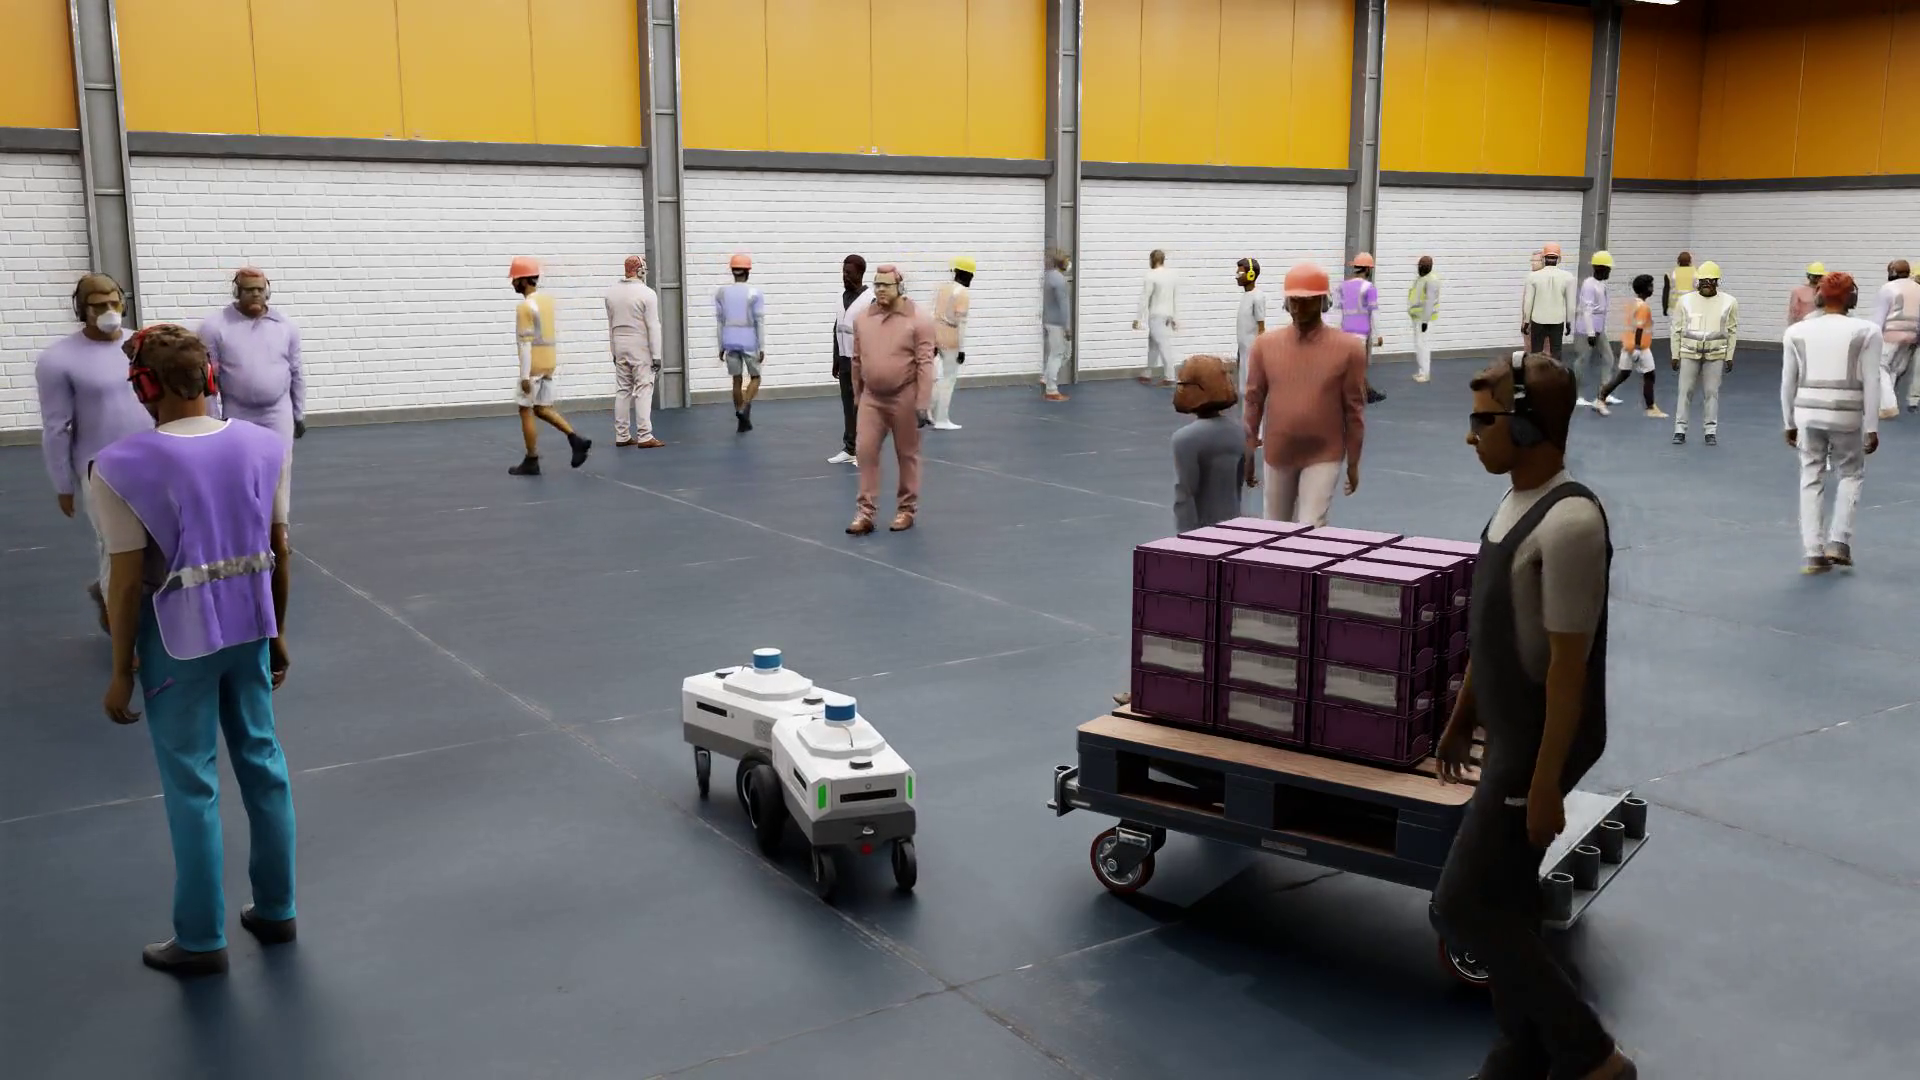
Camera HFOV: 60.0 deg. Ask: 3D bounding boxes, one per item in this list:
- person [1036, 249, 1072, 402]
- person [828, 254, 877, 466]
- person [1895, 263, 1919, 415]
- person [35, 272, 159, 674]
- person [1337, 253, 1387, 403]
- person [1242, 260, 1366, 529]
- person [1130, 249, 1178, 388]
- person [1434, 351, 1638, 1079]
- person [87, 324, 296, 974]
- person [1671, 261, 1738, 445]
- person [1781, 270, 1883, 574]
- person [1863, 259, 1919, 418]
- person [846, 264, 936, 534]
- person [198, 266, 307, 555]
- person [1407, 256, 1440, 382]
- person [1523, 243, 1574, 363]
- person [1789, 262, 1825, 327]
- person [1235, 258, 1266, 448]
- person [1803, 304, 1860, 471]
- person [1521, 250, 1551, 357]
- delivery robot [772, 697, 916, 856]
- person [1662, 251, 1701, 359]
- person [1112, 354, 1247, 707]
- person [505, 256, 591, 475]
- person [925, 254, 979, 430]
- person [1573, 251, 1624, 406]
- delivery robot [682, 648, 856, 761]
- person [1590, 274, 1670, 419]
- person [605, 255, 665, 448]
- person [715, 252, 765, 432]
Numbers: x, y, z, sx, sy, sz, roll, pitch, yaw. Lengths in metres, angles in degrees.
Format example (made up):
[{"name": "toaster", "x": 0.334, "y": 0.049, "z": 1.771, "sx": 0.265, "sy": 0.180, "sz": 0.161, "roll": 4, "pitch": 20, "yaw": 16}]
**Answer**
[{"name": "person", "x": 1.250, "y": -2.697, "z": 20.977, "sx": 0.434, "sy": 1.925, "sz": 0.626, "roll": -1, "pitch": 10, "yaw": -7}, {"name": "person", "x": -0.941, "y": -1.638, "z": 15.184, "sx": 0.593, "sy": 1.922, "sz": 0.392, "roll": 10, "pitch": 14, "yaw": 44}, {"name": "person", "x": 11.274, "y": -2.404, "z": 19.696, "sx": 0.601, "sy": 1.806, "sz": 0.686, "roll": 2, "pitch": 11, "yaw": 11}, {"name": "person", "x": -4.116, "y": -0.336, "z": 8.066, "sx": 0.760, "sy": 1.915, "sz": 0.634, "roll": 8, "pitch": 13, "yaw": 37}, {"name": "person", "x": 4.938, "y": -2.597, "z": 20.556, "sx": 1.015, "sy": 1.883, "sz": 0.567, "roll": -6, "pitch": 12, "yaw": -30}, {"name": "person", "x": 1.786, "y": -0.467, "z": 8.656, "sx": 0.628, "sy": 1.969, "sz": 0.853, "roll": 4, "pitch": 11, "yaw": 22}, {"name": "person", "x": 2.661, "y": -3.069, "z": 23.099, "sx": 0.960, "sy": 1.898, "sz": 0.655, "roll": 8, "pitch": 13, "yaw": 37}, {"name": "person", "x": 1.281, "y": 0.478, "z": 3.843, "sx": 0.398, "sy": 1.820, "sz": 0.522, "roll": 2, "pitch": 11, "yaw": 10}, {"name": "person", "x": -2.136, "y": 0.314, "z": 4.706, "sx": 0.390, "sy": 1.839, "sz": 0.564, "roll": 6, "pitch": 12, "yaw": 31}, {"name": "person", "x": 7.439, "y": -1.864, "z": 16.661, "sx": 0.598, "sy": 1.832, "sz": 0.404, "roll": 4, "pitch": 11, "yaw": 22}, {"name": "person", "x": 5.393, "y": -0.727, "z": 10.322, "sx": 0.597, "sy": 1.865, "sz": 0.489, "roll": 9, "pitch": 14, "yaw": 40}, {"name": "person", "x": 10.622, "y": -2.279, "z": 18.962, "sx": 0.717, "sy": 1.827, "sz": 0.596, "roll": -4, "pitch": 11, "yaw": -22}, {"name": "person", "x": -0.527, "y": -0.960, "z": 11.561, "sx": 0.680, "sy": 1.876, "sz": 0.813, "roll": 4, "pitch": 11, "yaw": 22}, {"name": "person", "x": -4.663, "y": -0.864, "z": 11.011, "sx": 0.660, "sy": 1.886, "sz": 0.720, "roll": -6, "pitch": 12, "yaw": -30}, {"name": "person", "x": 6.635, "y": -3.175, "z": 23.937, "sx": 0.432, "sy": 1.812, "sz": 0.751, "roll": 0, "pitch": 10, "yaw": -3}, {"name": "person", "x": 7.662, "y": -2.860, "z": 21.675, "sx": 0.622, "sy": 1.994, "sz": 0.381, "roll": 2, "pitch": 11, "yaw": 10}, {"name": "person", "x": 11.294, "y": -2.819, "z": 22.124, "sx": 0.541, "sy": 1.749, "sz": 0.411, "roll": 3, "pitch": 11, "yaw": 15}, {"name": "person", "x": 2.839, "y": -1.836, "z": 16.410, "sx": 0.310, "sy": 1.868, "sz": 0.532, "roll": -1, "pitch": 10, "yaw": -8}, {"name": "person", "x": 7.816, "y": -1.508, "z": 14.989, "sx": 0.494, "sy": 1.726, "sz": 0.641, "roll": 5, "pitch": 11, "yaw": 24}, {"name": "person", "x": 7.663, "y": -2.894, "z": 22.113, "sx": 0.403, "sy": 1.904, "sz": 0.651, "roll": -3, "pitch": 11, "yaw": -16}, {"name": "delivery robot", "x": -0.393, "y": 0.765, "z": 5.498, "sx": 0.477, "sy": 0.478, "sz": 0.707, "roll": -4, "pitch": 11, "yaw": -18}, {"name": "person", "x": 12.268, "y": -3.975, "z": 28.249, "sx": 0.661, "sy": 1.823, "sz": 0.559, "roll": 4, "pitch": 11, "yaw": 22}, {"name": "person", "x": 1.053, "y": 0.014, "z": 7.023, "sx": 0.865, "sy": 1.593, "sz": 0.511, "roll": 10, "pitch": 14, "yaw": 44}, {"name": "person", "x": -3.617, "y": -1.503, "z": 14.457, "sx": 0.649, "sy": 1.916, "sz": 0.564, "roll": 3, "pitch": 11, "yaw": 14}, {"name": "person", "x": -0.085, "y": -2.119, "z": 17.899, "sx": 0.584, "sy": 1.892, "sz": 0.599, "roll": -4, "pitch": 11, "yaw": -23}, {"name": "person", "x": 7.870, "y": -2.581, "z": 20.401, "sx": 0.769, "sy": 1.897, "sz": 0.628, "roll": 9, "pitch": 13, "yaw": 39}, {"name": "delivery robot", "x": -0.711, "y": 0.645, "z": 6.156, "sx": 0.707, "sy": 0.478, "sz": 0.477, "roll": 10, "pitch": 14, "yaw": 44}, {"name": "person", "x": 7.708, "y": -2.220, "z": 19.084, "sx": 0.844, "sy": 1.664, "sz": 0.537, "roll": 2, "pitch": 10, "yaw": 8}, {"name": "person", "x": -3.187, "y": -1.854, "z": 16.435, "sx": 0.644, "sy": 1.903, "sz": 0.401, "roll": 6, "pitch": 12, "yaw": 30}, {"name": "person", "x": -2.328, "y": -2.082, "z": 17.612, "sx": 0.553, "sy": 1.920, "sz": 0.533, "roll": 2, "pitch": 11, "yaw": 11}]
